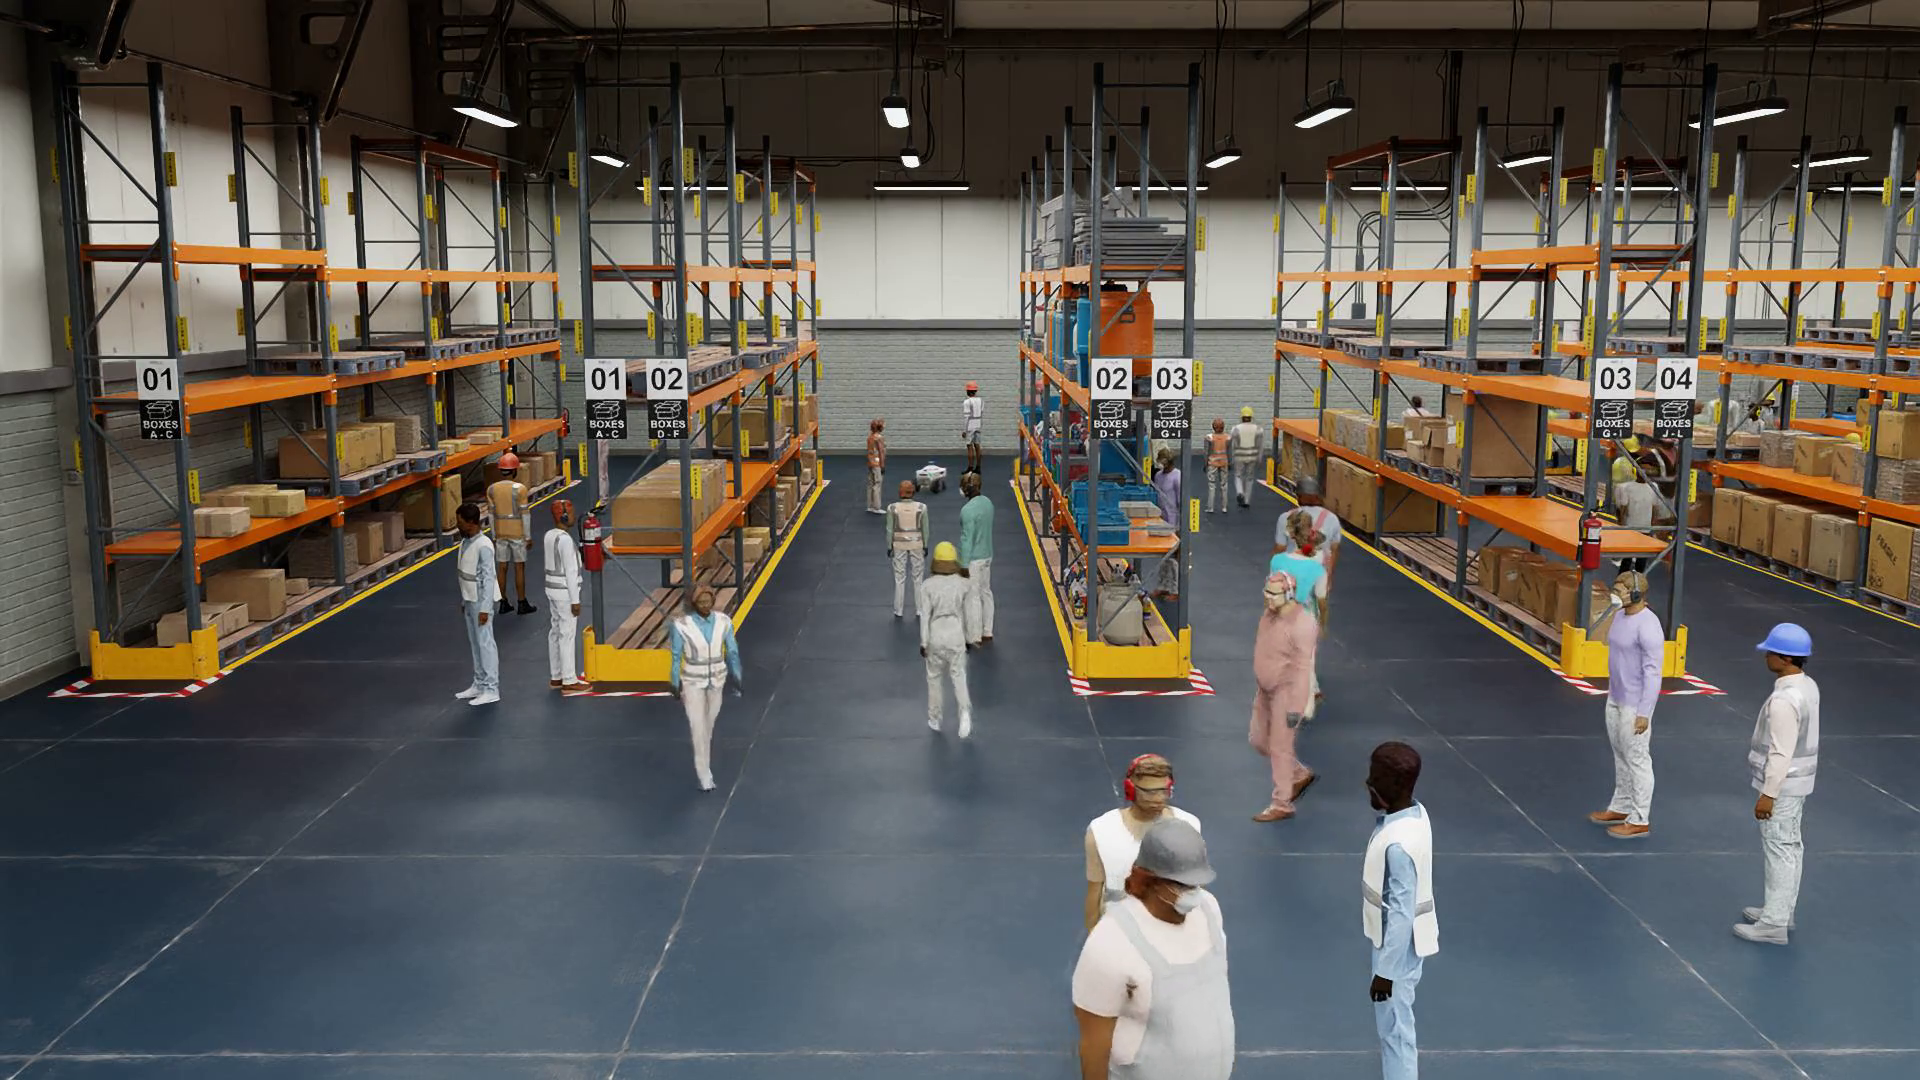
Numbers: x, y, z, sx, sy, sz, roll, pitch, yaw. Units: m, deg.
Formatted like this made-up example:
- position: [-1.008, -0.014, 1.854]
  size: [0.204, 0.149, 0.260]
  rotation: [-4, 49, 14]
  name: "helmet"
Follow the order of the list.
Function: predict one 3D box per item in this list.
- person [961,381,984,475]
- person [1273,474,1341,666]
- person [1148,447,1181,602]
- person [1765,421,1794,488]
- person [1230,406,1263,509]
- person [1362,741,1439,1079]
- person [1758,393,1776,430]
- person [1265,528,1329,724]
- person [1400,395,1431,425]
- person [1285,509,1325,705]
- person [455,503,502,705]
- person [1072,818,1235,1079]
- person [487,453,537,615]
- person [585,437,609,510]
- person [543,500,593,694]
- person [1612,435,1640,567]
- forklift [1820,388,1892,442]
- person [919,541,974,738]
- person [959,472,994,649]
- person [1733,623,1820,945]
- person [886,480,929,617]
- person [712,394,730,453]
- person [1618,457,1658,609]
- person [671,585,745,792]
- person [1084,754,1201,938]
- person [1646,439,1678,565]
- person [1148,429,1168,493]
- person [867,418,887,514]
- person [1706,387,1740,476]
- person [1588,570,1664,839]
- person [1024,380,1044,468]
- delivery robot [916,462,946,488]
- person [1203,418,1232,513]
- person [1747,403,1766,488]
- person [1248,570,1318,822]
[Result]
- position: [0.246, -2.308, 34.308]
  size: [0.352, 1.942, 0.545]
  rotation: [8, 12, 41]
  name: "person"
- position: [3.567, 0.320, 17.085]
  size: [0.682, 2.000, 0.838]
  rotation: [-2, 9, -11]
  name: "person"
- position: [2.595, -0.194, 20.724]
  size: [0.353, 1.936, 0.635]
  rotation: [-5, 10, -27]
  name: "person"
- position: [13.564, -1.124, 27.441]
  size: [0.584, 1.707, 0.883]
  rotation: [-1, 9, -8]
  name: "person"
- position: [5.003, -1.430, 29.060]
  size: [0.596, 1.818, 0.457]
  rotation: [0, 9, 3]
  name: "person"
- position: [1.990, 1.853, 7.613]
  size: [0.391, 1.921, 0.593]
  rotation: [2, 9, 15]
  name: "person"
- position: [16.492, -2.166, 34.069]
  size: [0.487, 1.737, 0.342]
  rotation: [-6, 11, -35]
  name: "person"
- position: [2.993, 0.772, 14.991]
  size: [0.688, 1.796, 0.448]
  rotation: [6, 11, 35]
  name: "person"
- position: [8.646, -1.852, 31.756]
  size: [0.649, 1.819, 0.642]
  rotation: [-1, 9, -6]
  name: "person"
- position: [3.089, 0.672, 15.191]
  size: [0.446, 1.925, 0.660]
  rotation: [3, 9, 18]
  name: "person"
- position: [-4.558, 0.594, 15.738]
  size: [0.390, 1.913, 0.588]
  rotation: [-6, 11, -34]
  name: "person"
- position: [0.713, 1.988, 6.353]
  size: [0.701, 2.000, 0.717]
  rotation: [-8, 12, -42]
  name: "person"
- position: [-5.374, -0.072, 19.933]
  size: [0.543, 1.939, 0.360]
  rotation: [3, 9, 16]
  name: "person"
- position: [-6.346, -1.480, 29.104]
  size: [0.404, 1.904, 0.651]
  rotation: [0, 9, 0]
  name: "person"
- position: [-3.834, 0.546, 16.139]
  size: [0.355, 1.883, 0.573]
  rotation: [-6, 11, -35]
  name: "person"
- position: [9.276, -0.532, 23.082]
  size: [0.643, 1.876, 0.477]
  rotation: [-5, 10, -30]
  name: "person"
- position: [20.072, -3.110, 36.462]
  size: [1.873, 2.768, 1.129]
  rotation: [0, 9, 0]
  name: "forklift"
- position: [-0.103, 0.874, 14.572]
  size: [0.489, 1.722, 0.716]
  rotation: [-2, 9, -12]
  name: "person"
- position: [0.170, 0.219, 18.100]
  size: [0.365, 1.932, 0.628]
  rotation: [4, 10, 26]
  name: "person"
- position: [4.964, 1.459, 10.049]
  size: [0.380, 1.951, 0.605]
  rotation: [7, 11, 36]
  name: "person"
- position: [-0.619, 0.108, 19.740]
  size: [0.514, 1.640, 0.310]
  rotation: [0, 9, -2]
  name: "person"
- position: [-4.616, -2.030, 32.689]
  size: [0.593, 1.901, 0.893]
  rotation: [2, 9, 13]
  name: "person"
- position: [8.256, -0.086, 20.246]
  size: [0.513, 1.872, 0.328]
  rotation: [-2, 9, -12]
  name: "person"
- position: [-1.965, 1.158, 13.072]
  size: [0.531, 1.601, 0.807]
  rotation: [-5, 10, -30]
  name: "person"
- position: [0.839, 1.873, 7.761]
  size: [0.561, 1.837, 0.385]
  rotation: [-2, 9, -15]
  name: "person"
- position: [9.911, -0.640, 23.348]
  size: [0.642, 2.012, 0.454]
  rotation: [-3, 9, -21]
  name: "person"
- position: [3.271, -1.243, 27.341]
  size: [0.413, 1.987, 0.607]
  rotation: [2, 9, 11]
  name: "person"
- position: [-1.435, -1.268, 28.592]
  size: [0.310, 1.638, 0.523]
  rotation: [-5, 10, -28]
  name: "person"
- position: [15.461, -2.211, 33.742]
  size: [0.650, 1.919, 0.490]
  rotation: [5, 10, 28]
  name: "person"
- position: [4.812, 1.169, 11.948]
  size: [0.355, 1.937, 0.635]
  rotation: [0, 9, 0]
  name: "person"
- position: [1.532, -2.326, 34.361]
  size: [0.611, 1.974, 0.636]
  rotation: [-4, 10, -27]
  name: "person"
- position: [-0.547, -1.239, 31.576]
  size: [0.477, 0.478, 0.707]
  rotation: [4, 10, 25]
  name: "delivery robot"
- position: [4.434, -1.272, 28.611]
  size: [0.522, 1.640, 0.306]
  rotation: [-1, 9, -9]
  name: "person"
- position: [14.069, -1.502, 29.445]
  size: [0.362, 1.851, 0.533]
  rotation: [0, 9, 0]
  name: "person"
- position: [2.403, 1.146, 12.305]
  size: [0.493, 1.883, 0.647]
  rotation: [-3, 9, -17]
  name: "person"
